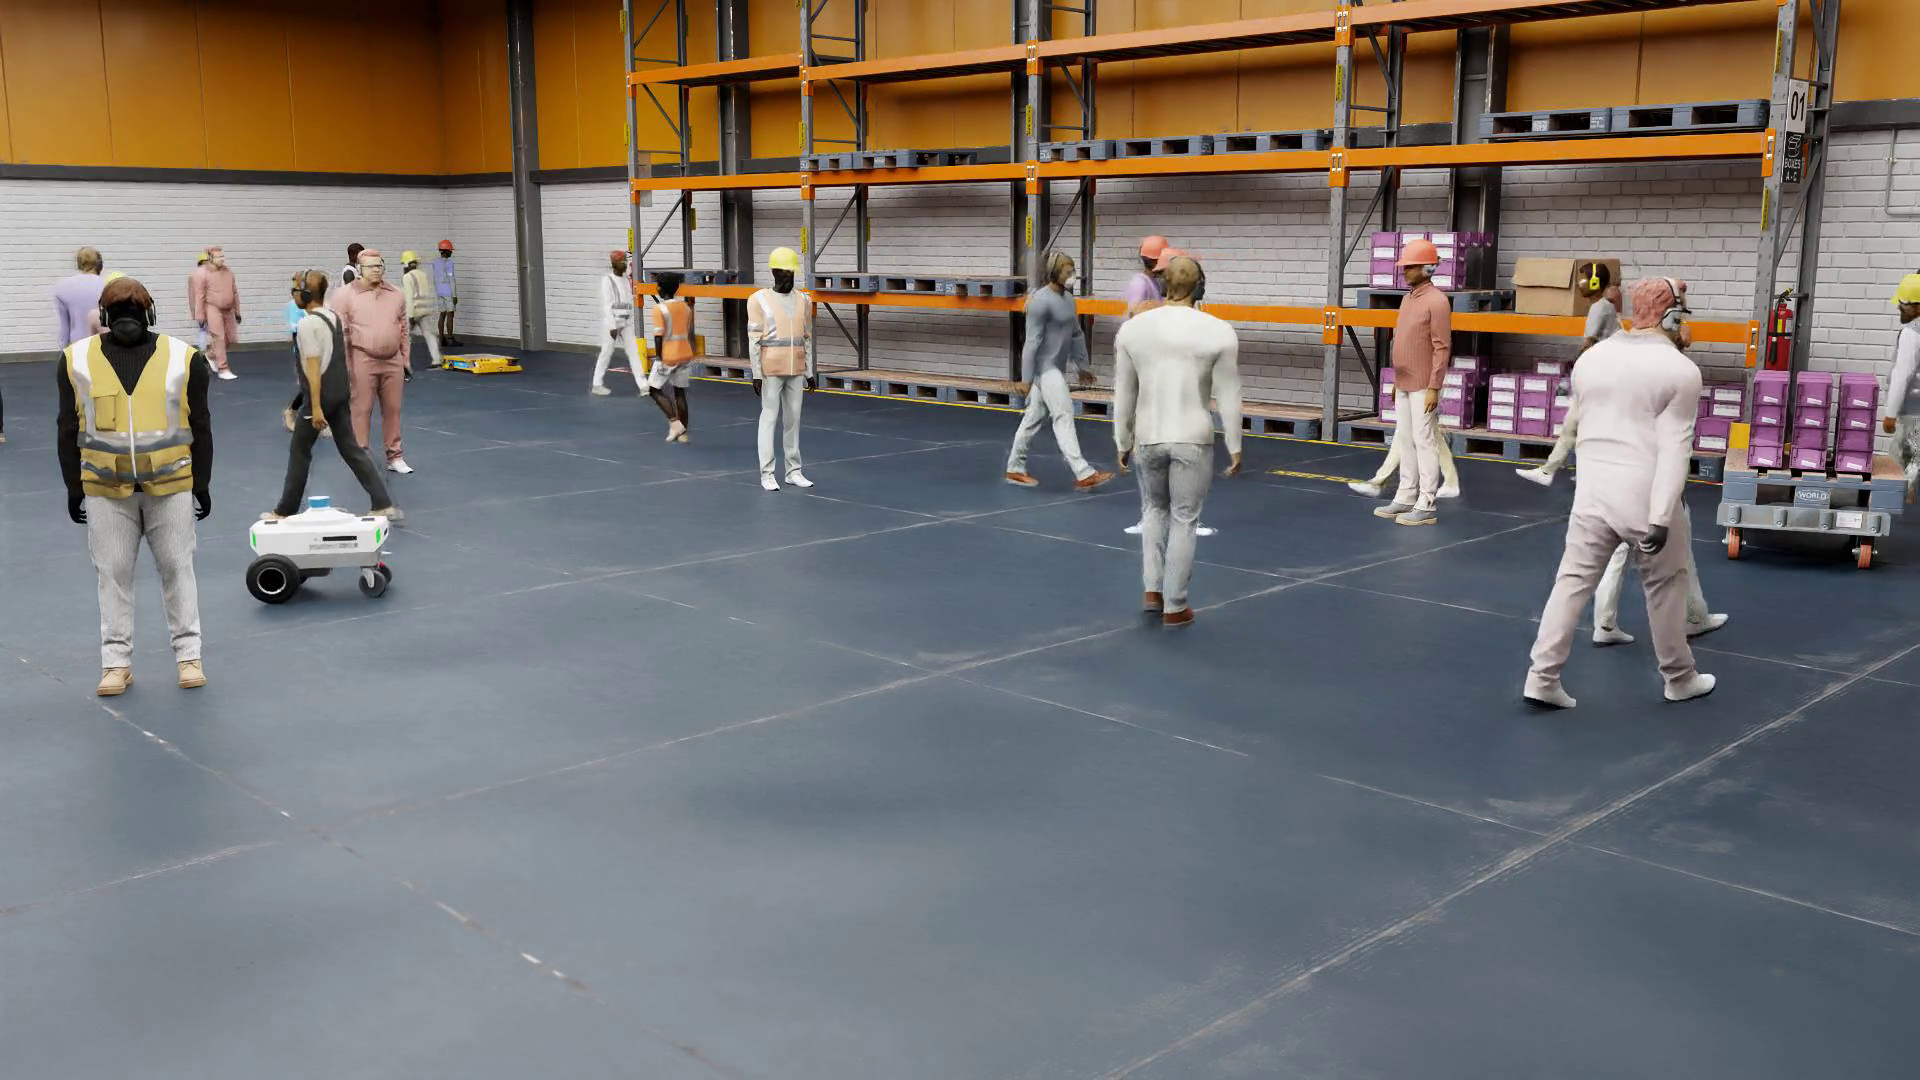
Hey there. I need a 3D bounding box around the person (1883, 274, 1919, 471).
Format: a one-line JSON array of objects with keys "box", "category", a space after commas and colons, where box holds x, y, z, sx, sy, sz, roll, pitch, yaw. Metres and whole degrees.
[{"box": [6.555, -0.938, 11.429, 0.626, 1.761, 0.942, -7, 13, -35], "category": "person"}]

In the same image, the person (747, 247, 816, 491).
[{"box": [-1.411, -1.363, 13.283, 0.587, 1.929, 0.361, -8, 13, -38], "category": "person"}]

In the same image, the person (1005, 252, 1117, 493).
[{"box": [0.772, -1.324, 13.207, 1.012, 1.884, 0.642, 4, 11, 22], "category": "person"}]

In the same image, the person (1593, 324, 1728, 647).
[{"box": [3.478, -0.276, 8.213, 0.807, 1.598, 0.545, -5, 11, -24], "category": "person"}]

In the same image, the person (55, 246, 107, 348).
[{"box": [-8.167, -1.801, 15.700, 0.629, 1.925, 0.479, 0, 10, -2], "category": "person"}]

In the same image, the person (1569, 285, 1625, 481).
[{"box": [5.338, -1.269, 13.601, 0.502, 1.621, 0.525, 4, 11, 21], "category": "person"}]

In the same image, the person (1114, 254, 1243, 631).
[{"box": [1.149, -0.502, 8.603, 0.644, 1.922, 0.531, 5, 12, 26], "category": "person"}]

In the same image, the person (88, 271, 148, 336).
[{"box": [-7.206, -1.441, 14.274, 0.526, 1.722, 0.922, -1, 10, -6], "category": "person"}]

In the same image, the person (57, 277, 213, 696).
[{"box": [-3.641, -0.237, 7.386, 0.627, 1.843, 0.429, -4, 11, -22], "category": "person"}]

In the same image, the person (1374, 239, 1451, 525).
[{"box": [3.200, -1.105, 11.698, 0.389, 1.991, 0.622, -2, 11, -12], "category": "person"}]

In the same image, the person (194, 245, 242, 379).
[{"box": [-10.515, -3.212, 23.491, 0.628, 1.881, 0.648, 4, 11, 22], "category": "person"}]

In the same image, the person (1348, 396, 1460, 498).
[{"box": [3.471, -1.099, 12.773, 0.883, 1.580, 0.512, 1, 10, 5], "category": "person"}]

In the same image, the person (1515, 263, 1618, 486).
[{"box": [5.035, -1.285, 13.226, 1.021, 1.812, 0.496, 4, 11, 19], "category": "person"}]

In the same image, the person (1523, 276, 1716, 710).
[{"box": [2.836, -0.183, 7.076, 0.991, 1.857, 0.643, -6, 12, -32], "category": "person"}]

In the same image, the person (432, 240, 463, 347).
[{"box": [-9.336, -4.487, 30.295, 0.552, 1.935, 0.360, 8, 13, 37], "category": "person"}]

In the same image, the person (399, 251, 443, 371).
[{"box": [-8.196, -3.416, 24.891, 0.974, 1.768, 0.586, 3, 11, 17], "category": "person"}]

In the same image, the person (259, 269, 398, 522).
[{"box": [-4.375, -0.964, 11.486, 0.978, 1.798, 0.538, 2, 11, 9], "category": "person"}]

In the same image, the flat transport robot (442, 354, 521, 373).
[{"box": [-7.147, -2.638, 24.761, 0.652, 0.197, 1.431, -8, 13, -39], "category": "flat transport robot"}]

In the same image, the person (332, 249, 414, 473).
[{"box": [-4.919, -1.488, 14.025, 0.652, 1.906, 0.409, -10, 14, -43], "category": "person"}]

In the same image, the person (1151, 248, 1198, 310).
[{"box": [1.733, -1.436, 13.708, 0.558, 1.915, 0.581, 0, 10, 1], "category": "person"}]

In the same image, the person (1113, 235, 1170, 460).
[{"box": [1.688, -1.686, 14.797, 0.461, 2.018, 0.724, 3, 11, 17], "category": "person"}]

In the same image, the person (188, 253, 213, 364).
[{"box": [-11.655, -3.568, 25.803, 0.525, 1.754, 0.361, -3, 11, -14], "category": "person"}]

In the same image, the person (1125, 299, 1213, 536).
[{"box": [1.390, -0.803, 11.135, 0.652, 1.597, 0.346, 4, 11, 22], "category": "person"}]

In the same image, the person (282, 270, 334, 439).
[{"box": [-6.433, -1.831, 16.478, 0.545, 1.685, 0.545, 4, 11, 23], "category": "person"}]

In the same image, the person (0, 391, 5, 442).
[{"box": [-9.545, -1.895, 16.032, 0.393, 1.985, 0.611, 1, 10, 6], "category": "person"}]

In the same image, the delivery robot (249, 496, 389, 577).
[{"box": [-3.595, -0.004, 9.365, 0.707, 0.478, 0.477, -2, 11, -12], "category": "delivery robot"}]

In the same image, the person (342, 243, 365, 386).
[{"box": [-8.163, -3.035, 22.445, 0.390, 1.914, 0.587, -3, 11, -14], "category": "person"}]

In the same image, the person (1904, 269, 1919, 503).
[{"box": [7.346, -1.170, 12.606, 0.839, 1.793, 0.723, 3, 11, 15], "category": "person"}]

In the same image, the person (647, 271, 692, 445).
[{"box": [-2.787, -1.738, 16.017, 0.362, 1.686, 0.539, 7, 12, 33], "category": "person"}]

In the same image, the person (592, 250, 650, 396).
[{"box": [-4.303, -2.728, 21.003, 1.005, 1.832, 0.598, 5, 12, 26], "category": "person"}]
